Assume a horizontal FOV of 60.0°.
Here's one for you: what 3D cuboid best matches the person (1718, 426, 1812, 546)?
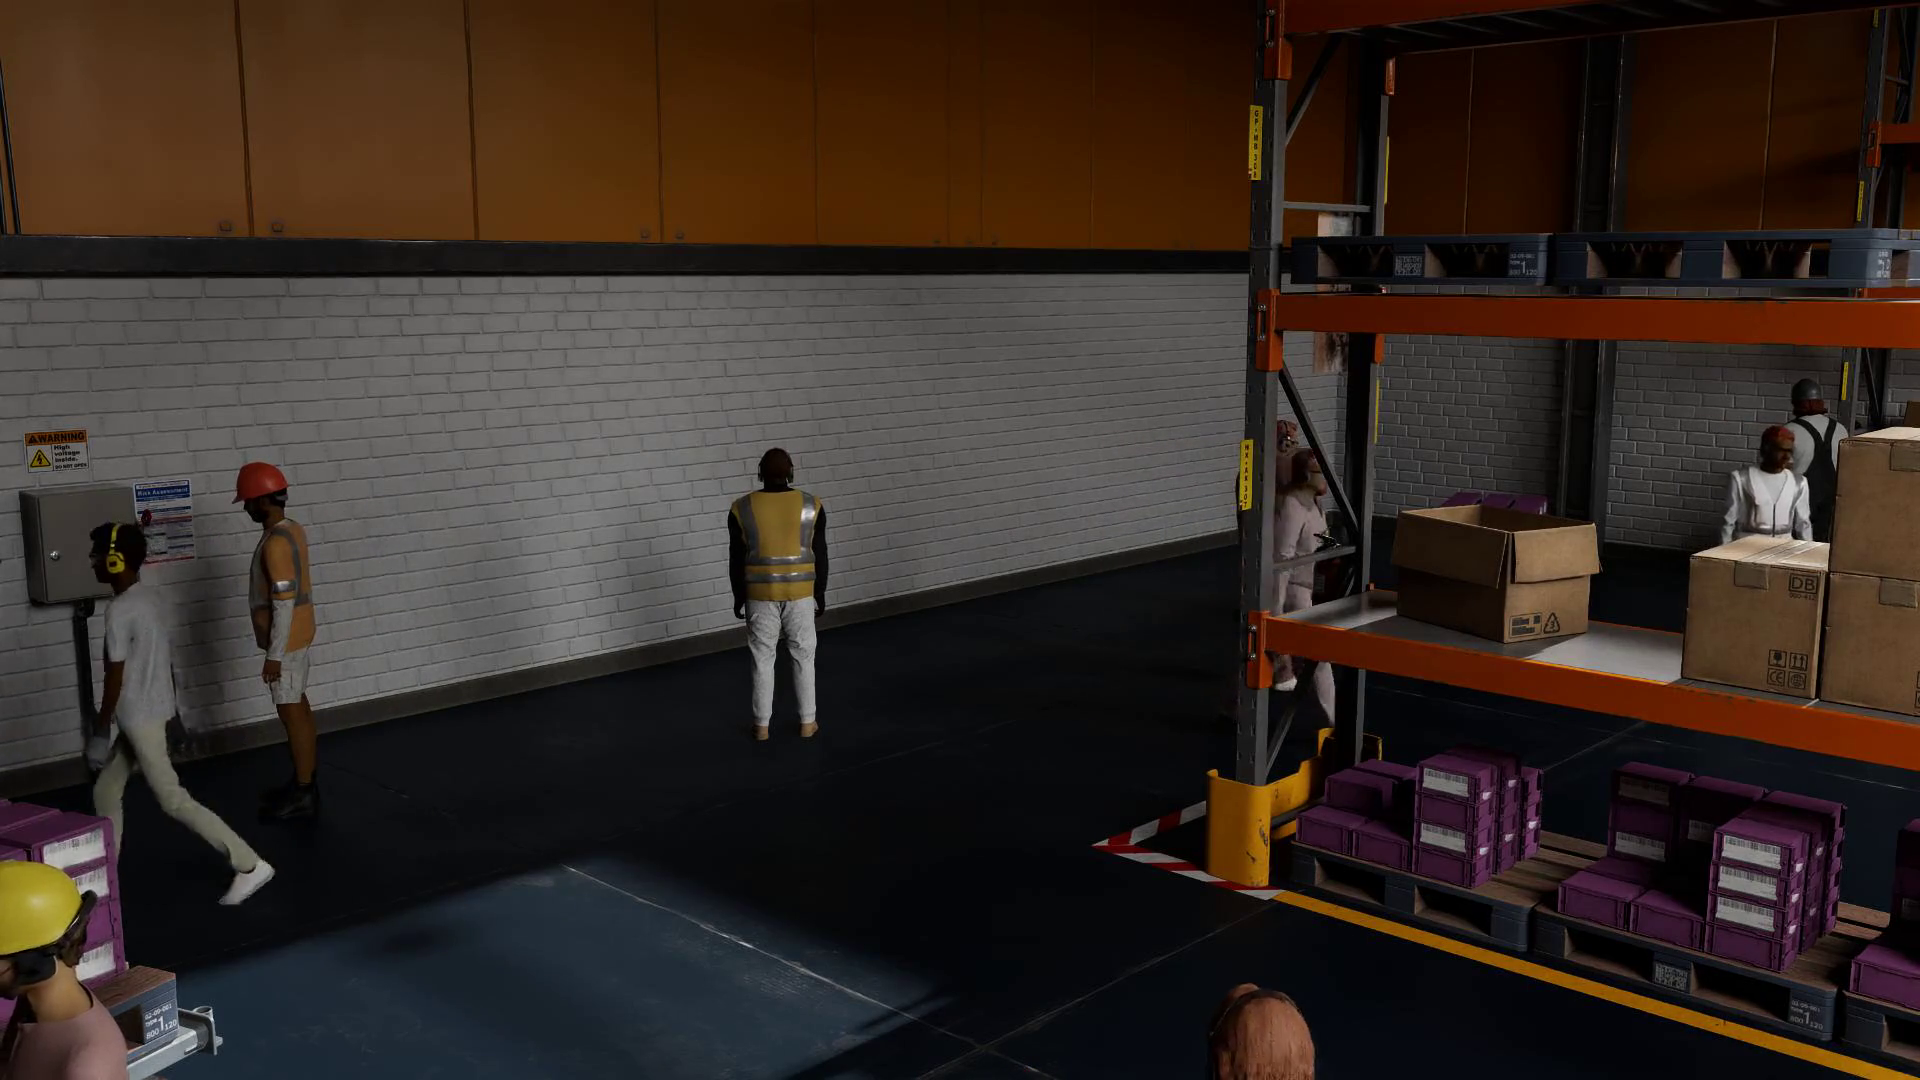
[{"bbox_3d":[5.563,0.146,11.514,0.610,1.876,0.394,0,9,-2],"label":"person"}]

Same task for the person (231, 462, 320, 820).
[{"bbox_3d":[-3.673,0.539,8.956,0.375,1.927,0.543,-2,10,-14],"label":"person"}]

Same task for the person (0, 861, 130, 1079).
[{"bbox_3d":[-1.878,1.512,3.502,0.329,1.763,0.523,-8,12,-42],"label":"person"}]

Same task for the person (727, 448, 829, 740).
[{"bbox_3d":[-1.138,0.340,10.442,0.626,1.844,0.429,-2,9,-10],"label":"person"}]

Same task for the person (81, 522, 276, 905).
[{"bbox_3d":[-3.688,0.815,7.604,0.984,1.825,0.510,-3,10,-15],"label":"person"}]

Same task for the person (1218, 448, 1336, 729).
[{"bbox_3d":[2.073,0.347,10.348,0.986,1.866,0.676,3,10,20],"label":"person"}]

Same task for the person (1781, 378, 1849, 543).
[{"bbox_3d":[7.098,-0.355,14.090,0.684,2.000,0.536,-2,9,-12],"label":"person"}]

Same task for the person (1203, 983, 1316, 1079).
[{"bbox_3d":[0.512,1.653,3.069,0.531,1.616,0.527,1,9,5],"label":"person"}]

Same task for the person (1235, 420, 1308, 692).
[{"bbox_3d":[2.221,0.110,11.671,0.407,1.902,0.639,-6,11,-31],"label":"person"}]
